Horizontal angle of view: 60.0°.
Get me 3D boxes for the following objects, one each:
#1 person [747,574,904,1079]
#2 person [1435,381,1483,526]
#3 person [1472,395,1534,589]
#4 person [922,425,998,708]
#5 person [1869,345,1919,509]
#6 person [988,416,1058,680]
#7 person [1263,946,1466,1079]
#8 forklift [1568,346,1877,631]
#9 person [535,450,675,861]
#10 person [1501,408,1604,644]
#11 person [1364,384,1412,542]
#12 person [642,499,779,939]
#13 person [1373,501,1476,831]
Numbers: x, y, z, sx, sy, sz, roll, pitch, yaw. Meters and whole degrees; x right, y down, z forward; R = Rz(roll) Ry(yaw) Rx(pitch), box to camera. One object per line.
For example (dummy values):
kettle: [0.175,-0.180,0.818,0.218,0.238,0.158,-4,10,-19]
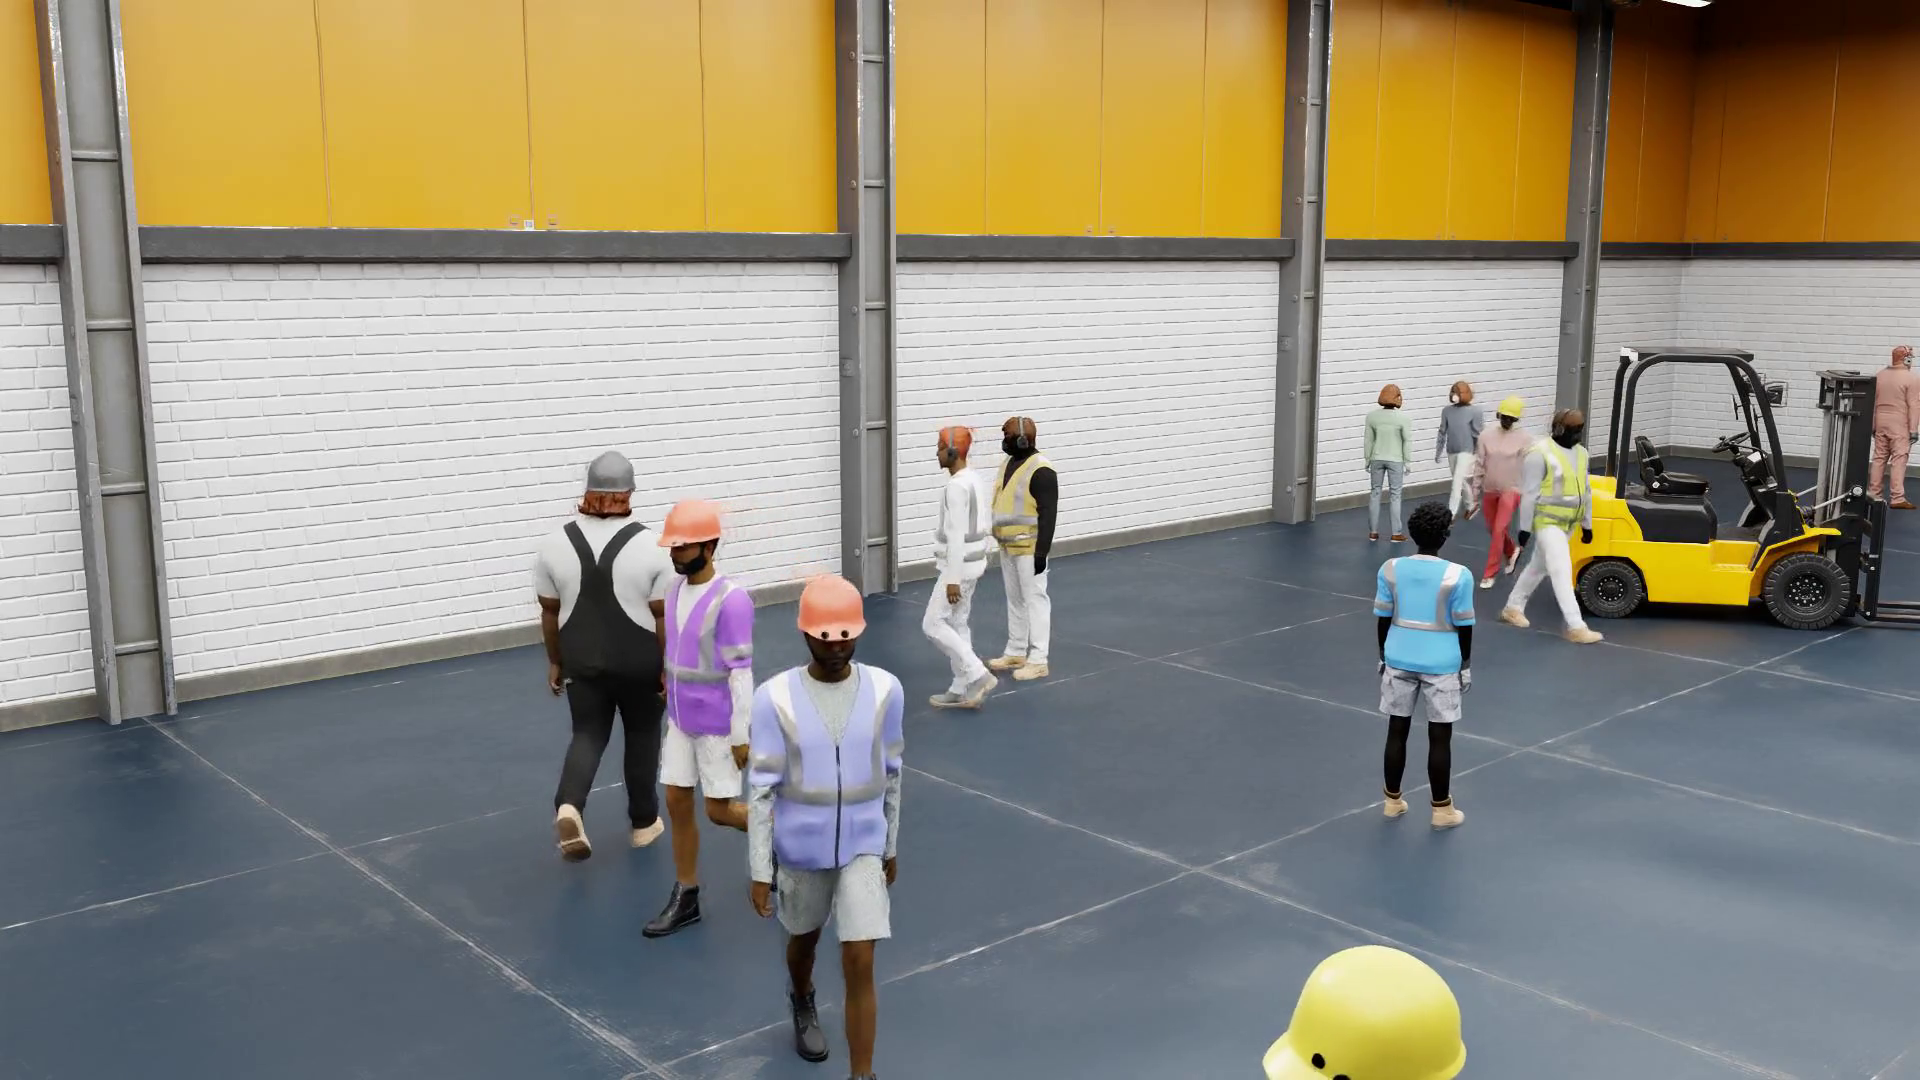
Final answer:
person: [-0.461,1.033,5.762,0.561,1.892,1.009,-2,10,-14]
person: [5.518,-0.964,18.287,0.836,1.597,0.515,-8,12,-38]
person: [4.900,-0.456,14.930,0.524,1.728,0.796,8,13,40]
person: [-0.037,0.189,10.735,0.420,1.865,0.602,2,10,10]
person: [10.960,-1.321,19.462,0.402,1.911,0.638,-3,10,-17]
person: [0.432,0.051,11.634,0.430,1.840,0.625,-5,11,-26]
person: [0.650,1.547,2.624,0.384,1.923,0.590,-8,12,-38]
forklift: [6.109,-0.478,13.691,2.313,2.155,1.214,3,10,16]
person: [-1.704,0.557,8.077,0.689,2.000,0.768,1,10,7]
person: [4.617,-0.140,12.915,0.630,1.786,1.005,-7,12,-34]
person: [4.415,-0.795,17.180,0.501,1.633,0.286,7,12,34]
person: [-1.063,0.754,7.306,0.548,1.916,0.745,9,13,43]
person: [2.390,0.643,8.576,0.533,1.697,0.322,8,12,39]
